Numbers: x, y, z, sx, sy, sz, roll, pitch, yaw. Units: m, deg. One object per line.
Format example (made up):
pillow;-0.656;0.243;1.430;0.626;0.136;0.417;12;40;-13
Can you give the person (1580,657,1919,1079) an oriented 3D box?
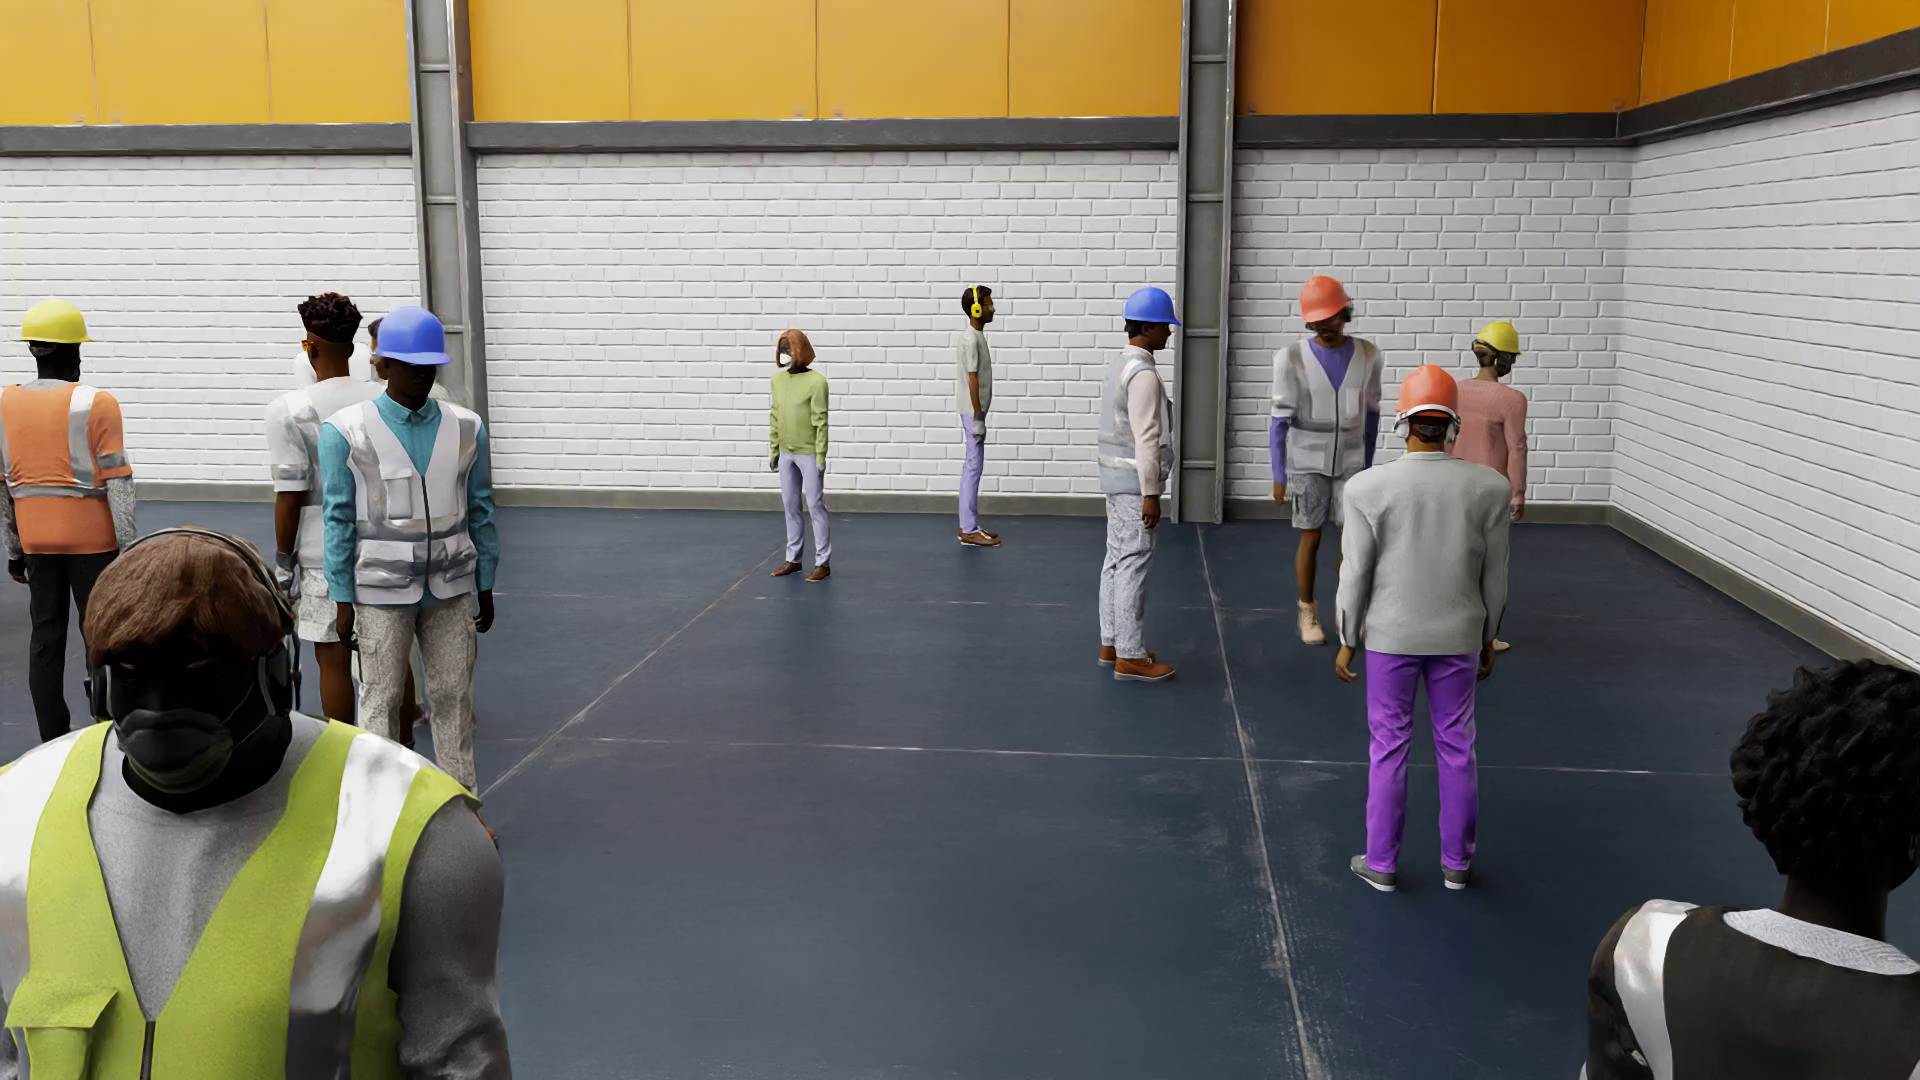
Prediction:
person;0.939;0.966;1.863;0.319;1.698;0.532;-8;13;-38

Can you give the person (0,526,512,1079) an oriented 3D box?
person;-0.853;0.881;2.005;0.641;1.833;0.431;0;10;1

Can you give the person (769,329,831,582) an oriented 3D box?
person;-1.037;-0.545;10.732;0.497;1.626;0.288;8;13;38

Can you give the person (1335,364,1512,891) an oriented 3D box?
person;1.523;0.297;5.528;0.563;1.753;0.335;0;10;1

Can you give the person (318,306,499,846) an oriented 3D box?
person;-1.889;0.163;5.779;0.605;1.939;0.415;-8;13;-38

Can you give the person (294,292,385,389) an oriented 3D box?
person;-3.577;-0.489;9.662;0.360;1.883;0.574;7;12;36

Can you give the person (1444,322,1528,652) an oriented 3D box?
person;2.774;-0.273;8.808;0.342;1.754;0.531;-7;12;-35

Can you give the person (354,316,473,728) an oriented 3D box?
person;-2.412;-0.060;7.332;0.515;1.847;0.592;2;10;13

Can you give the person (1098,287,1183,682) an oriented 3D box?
person;0.890;-0.279;8.283;0.408;1.942;0.616;-2;10;-9

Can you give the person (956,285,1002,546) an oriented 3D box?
person;0.133;-0.897;12.026;0.328;1.876;0.514;0;10;-2

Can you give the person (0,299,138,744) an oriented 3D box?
person;-3.614;-0.005;6.761;0.585;1.929;0.370;1;10;3

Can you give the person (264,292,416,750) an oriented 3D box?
person;-2.371;0.034;6.428;0.366;1.967;0.603;9;13;41

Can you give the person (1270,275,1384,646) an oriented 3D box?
person;1.924;-0.399;8.813;0.623;1.993;0.634;-1;10;-4
